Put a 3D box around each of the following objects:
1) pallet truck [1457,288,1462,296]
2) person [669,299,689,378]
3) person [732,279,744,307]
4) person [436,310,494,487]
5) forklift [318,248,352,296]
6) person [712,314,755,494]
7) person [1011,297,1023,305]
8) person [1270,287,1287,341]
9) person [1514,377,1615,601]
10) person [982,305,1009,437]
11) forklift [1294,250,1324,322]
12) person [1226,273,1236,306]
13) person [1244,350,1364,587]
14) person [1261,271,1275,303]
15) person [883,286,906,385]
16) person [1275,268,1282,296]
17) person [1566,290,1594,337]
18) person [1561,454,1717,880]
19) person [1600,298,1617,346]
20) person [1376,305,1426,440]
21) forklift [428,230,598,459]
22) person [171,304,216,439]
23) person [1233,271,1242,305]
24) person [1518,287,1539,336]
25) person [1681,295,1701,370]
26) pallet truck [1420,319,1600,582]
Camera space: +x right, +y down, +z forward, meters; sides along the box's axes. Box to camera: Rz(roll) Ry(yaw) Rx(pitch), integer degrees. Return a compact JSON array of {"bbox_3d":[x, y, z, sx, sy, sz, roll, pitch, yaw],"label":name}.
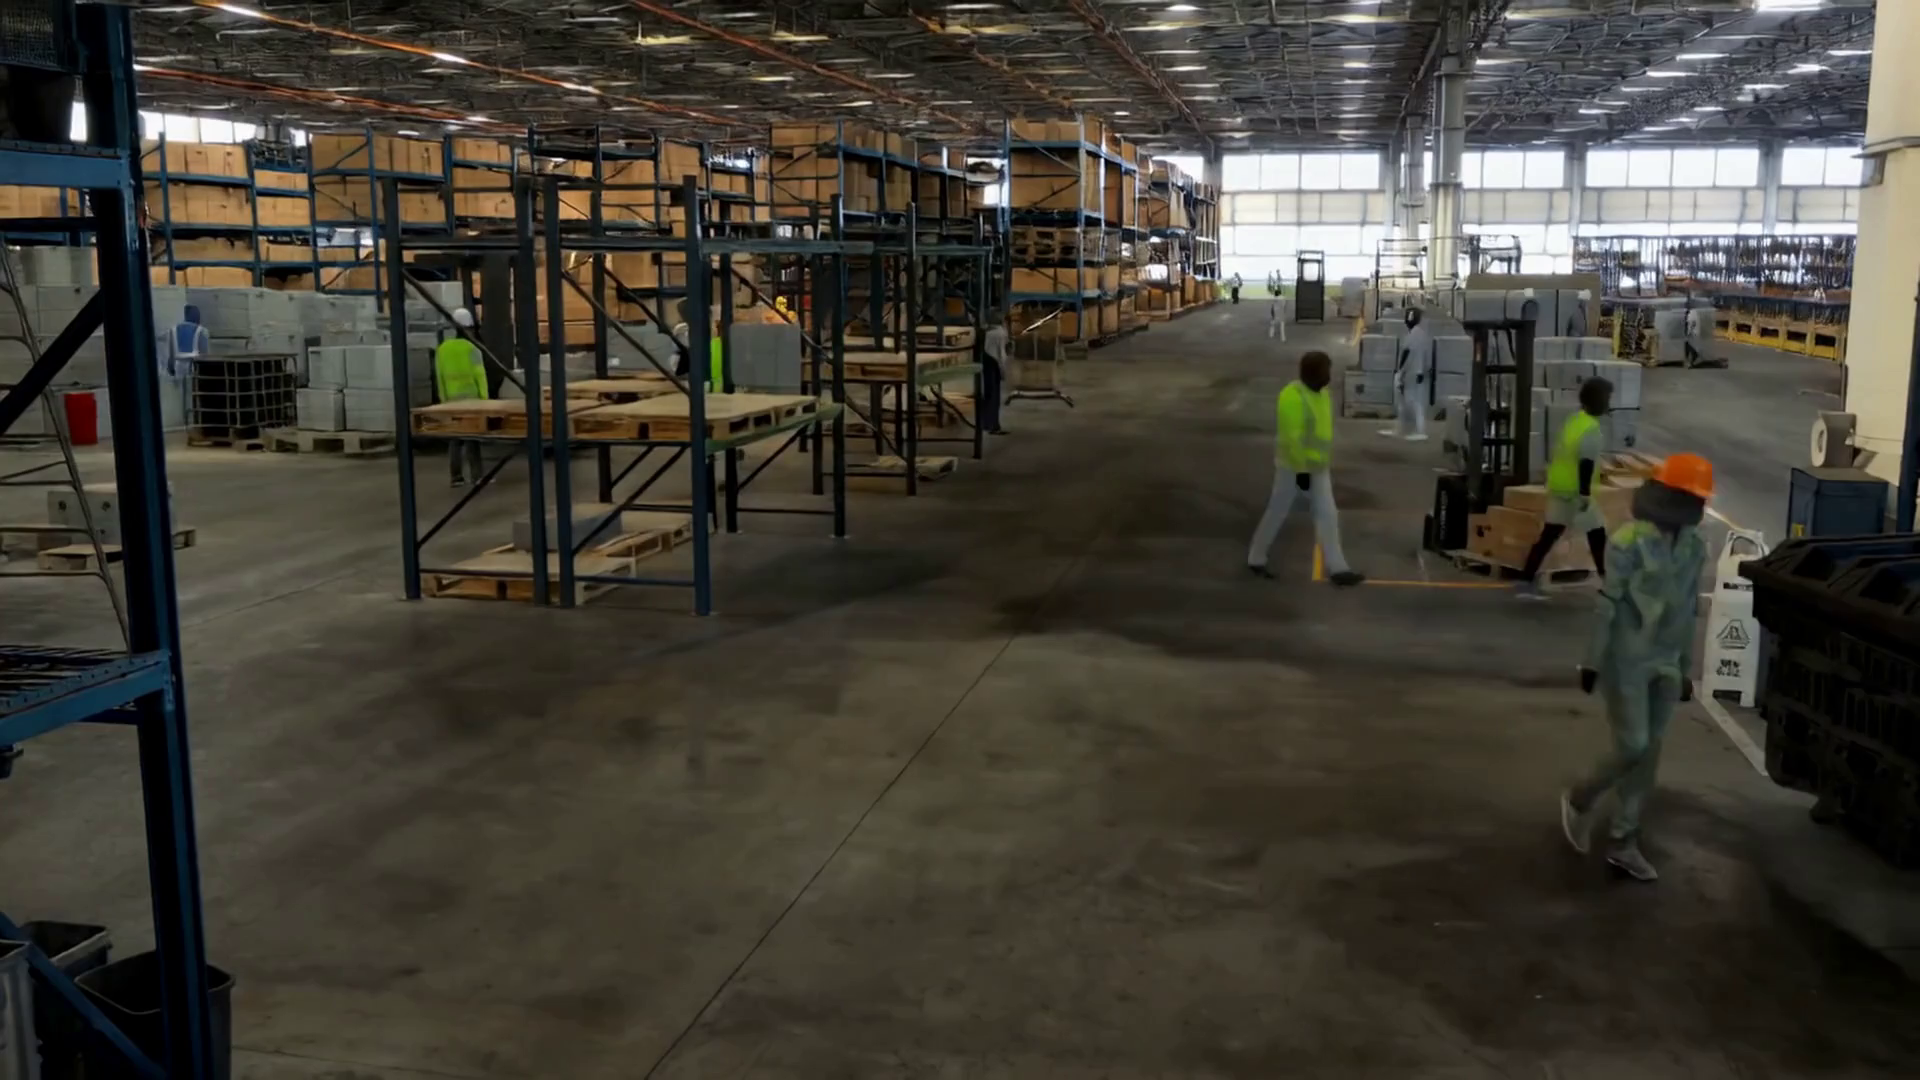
[{"bbox_3d":[20.506,-9.785,68.819,0.653,1.274,1.630,2,10,12],"label":"pallet truck"},{"bbox_3d":[-3.850,-2.378,23.130,0.392,1.919,0.592,-2,10,-13],"label":"person"},{"bbox_3d":[-6.986,-7.173,51.717,0.592,1.859,1.015,2,10,13],"label":"person"},{"bbox_3d":[-5.399,-1.538,18.131,0.587,1.928,0.363,3,10,16],"label":"person"},{"bbox_3d":[-19.237,-7.598,51.200,1.129,2.768,1.873,2,10,12],"label":"forklift"},{"bbox_3d":[-2.461,-1.427,17.495,0.645,1.917,0.447,-6,11,-30],"label":"person"},{"bbox_3d":[1.964,-8.161,57.641,0.429,1.835,0.623,8,12,39],"label":"person"},{"bbox_3d":[9.662,-6.863,50.472,0.540,1.655,0.875,-3,10,-15],"label":"person"},{"bbox_3d":[4.478,-0.354,11.984,0.924,1.617,0.588,-1,10,-3],"label":"person"},{"bbox_3d":[0.460,-2.357,23.221,0.328,1.844,0.511,-5,11,-26],"label":"person"},{"bbox_3d":[13.778,-10.002,65.433,1.129,2.768,1.873,2,10,12],"label":"forklift"},{"bbox_3d":[14.411,-13.325,88.404,0.532,1.767,0.328,2,10,14],"label":"person"},{"bbox_3d":[2.602,-0.546,12.675,0.628,1.800,0.951,-9,13,-43],"label":"person"},{"bbox_3d":[17.358,-14.175,93.364,0.972,1.788,0.654,-2,10,-13],"label":"person"},{"bbox_3d":[-1.227,-4.060,32.952,0.613,1.963,0.361,4,11,24],"label":"person"},{"bbox_3d":[16.654,-13.223,87.126,0.397,1.992,0.623,1,10,6],"label":"person"},{"bbox_3d":[11.602,-3.728,31.187,0.615,1.900,0.546,5,11,25],"label":"person"},{"bbox_3d":[2.743,0.498,6.694,0.535,1.706,0.406,-3,10,-18],"label":"person"},{"bbox_3d":[11.817,-3.535,30.422,0.307,1.772,0.526,4,10,21],"label":"person"},{"bbox_3d":[6.085,-2.300,22.894,0.859,1.838,0.554,7,12,35],"label":"person"},{"bbox_3d":[-5.588,-2.467,20.815,1.873,2.768,1.129,2,10,12],"label":"forklift"},{"bbox_3d":[-10.644,-2.363,23.264,0.600,1.837,0.923,2,10,12],"label":"person"},{"bbox_3d":[14.900,-13.578,89.620,0.565,1.876,0.998,-1,10,-5],"label":"person"},{"bbox_3d":[13.316,-5.040,39.195,0.627,1.811,0.637,-9,13,-41],"label":"person"},{"bbox_3d":[16.302,-4.614,37.050,0.366,1.681,0.550,3,10,15],"label":"person"},{"bbox_3d":[4.543,-0.757,13.299,0.823,1.965,1.885,-4,10,-22],"label":"pallet truck"}]
